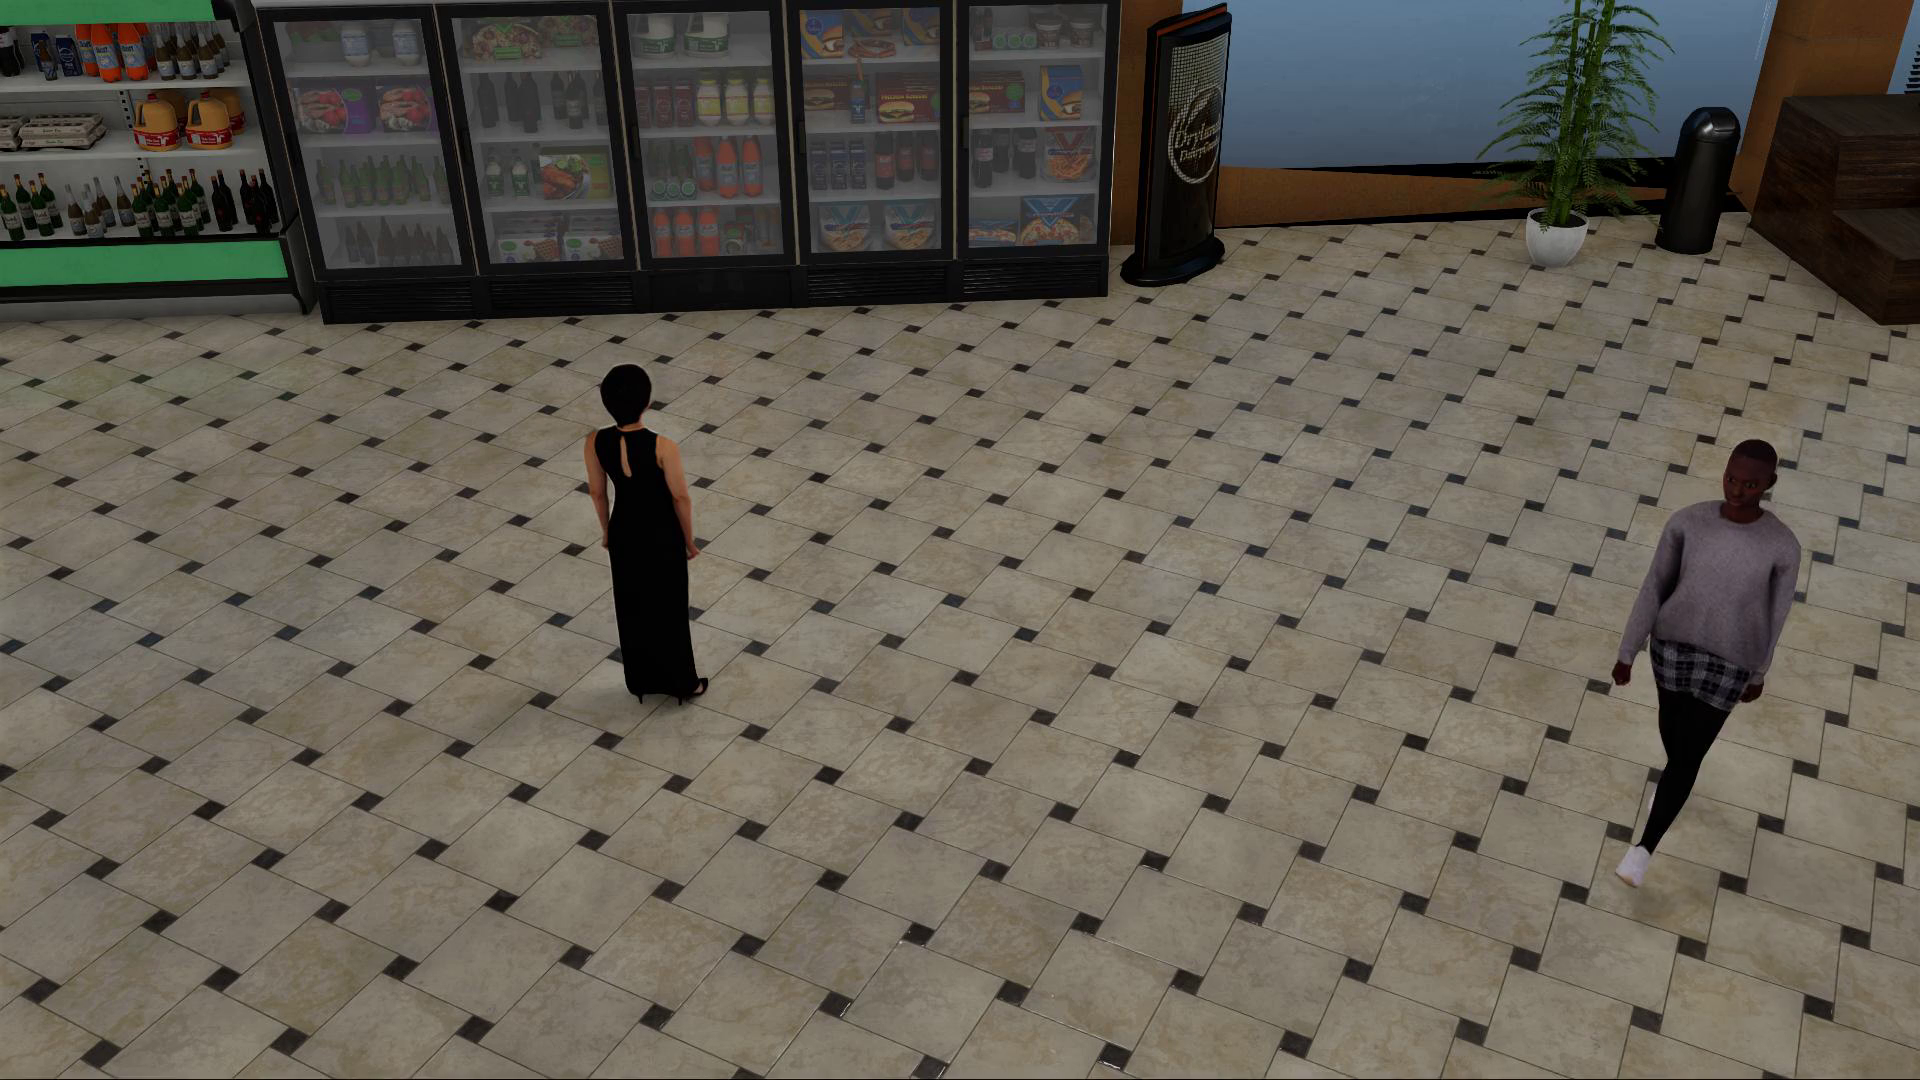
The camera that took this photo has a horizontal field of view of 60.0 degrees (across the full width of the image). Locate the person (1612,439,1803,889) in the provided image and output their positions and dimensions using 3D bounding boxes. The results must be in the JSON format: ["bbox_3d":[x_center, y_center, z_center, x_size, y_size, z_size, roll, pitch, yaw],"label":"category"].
[{"bbox_3d":[2.789,0.394,6.209,1.138,1.733,1.182,23,38,32],"label":"person"}]

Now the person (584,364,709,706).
[{"bbox_3d":[-1.318,0.007,6.953,0.537,1.603,0.691,6,32,9],"label":"person"}]
